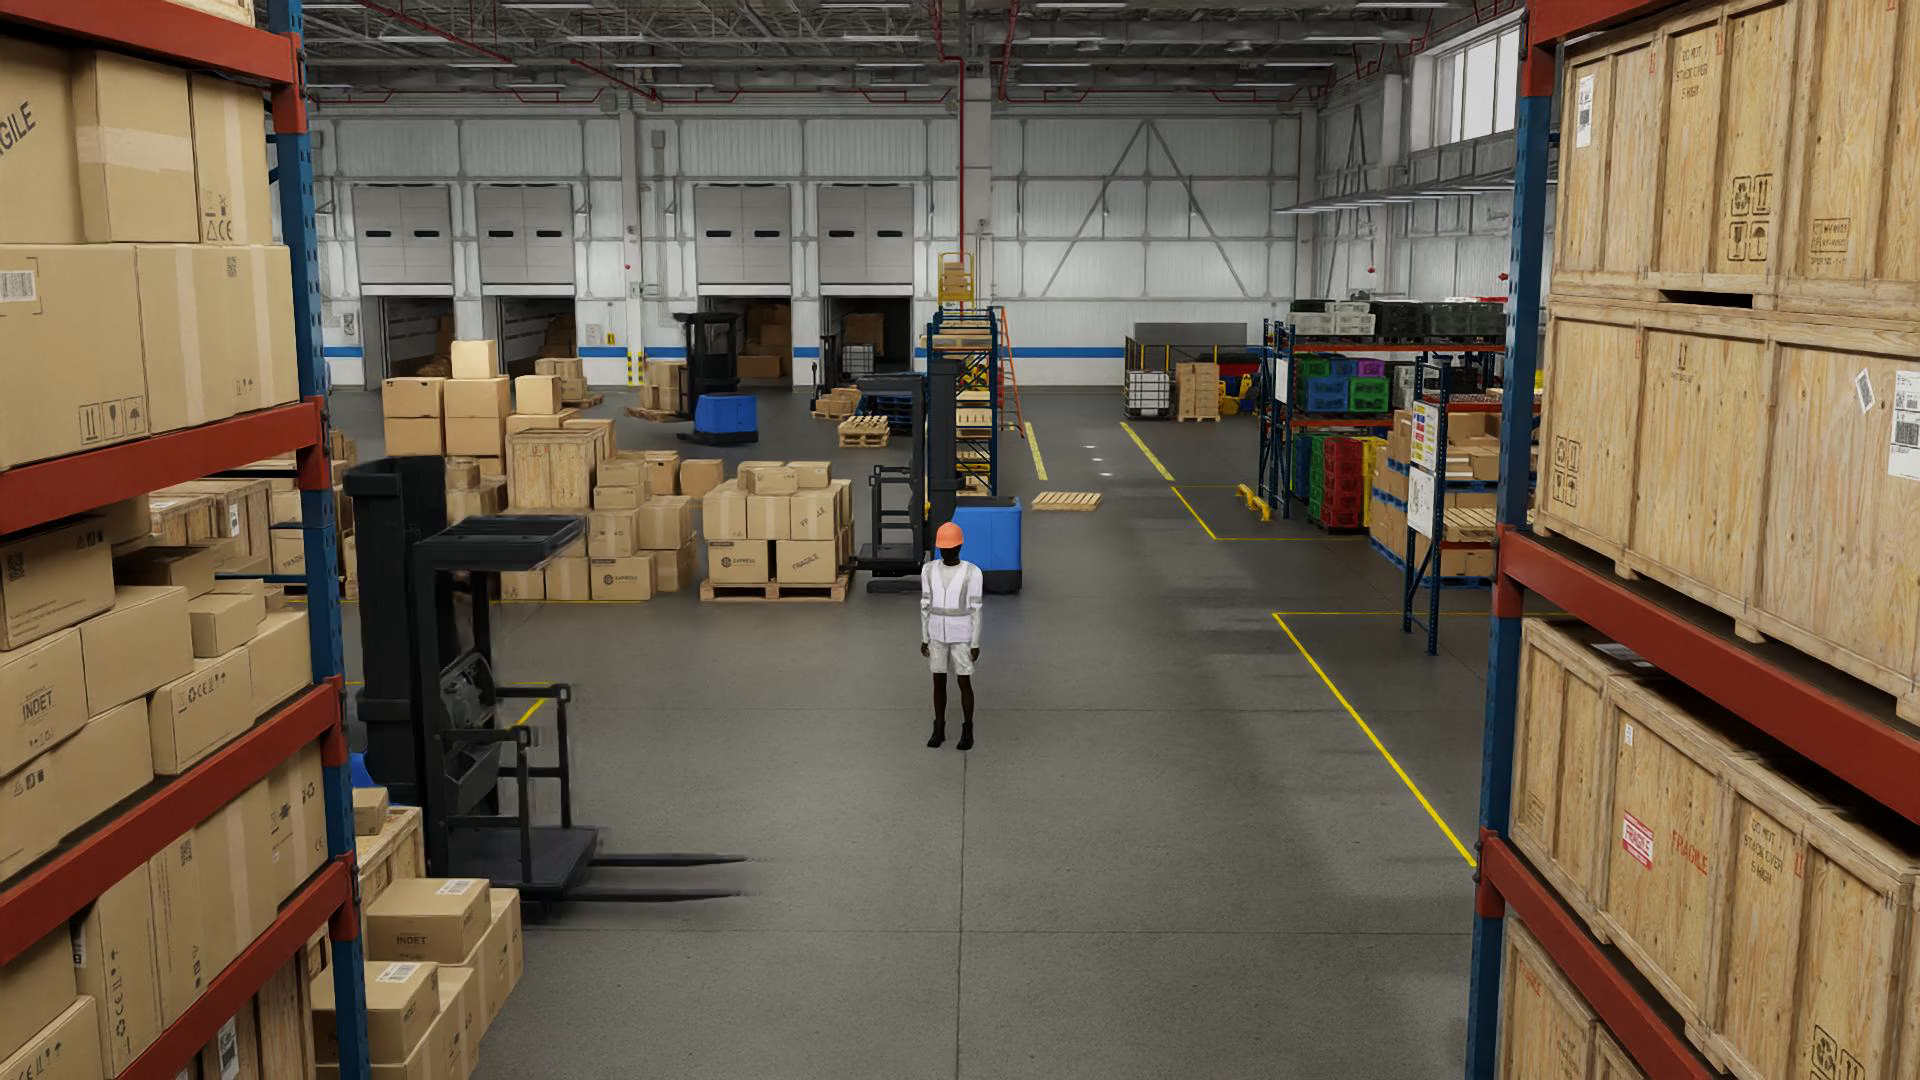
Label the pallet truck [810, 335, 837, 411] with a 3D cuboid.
[{"bbox_3d":[-3.021,-4.312,43.126,1.885,1.965,0.823,3,10,17],"label":"pallet truck"}]

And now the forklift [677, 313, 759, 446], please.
[{"bbox_3d":[-5.244,-3.509,35.948,1.129,2.768,1.873,-7,12,-33],"label":"forklift"}]

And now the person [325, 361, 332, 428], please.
[{"bbox_3d":[-15.040,-3.582,39.074,0.545,1.943,0.347,-4,11,-22],"label":"person"}]

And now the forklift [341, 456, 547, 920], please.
[{"bbox_3d":[-3.506,0.892,10.557,1.873,2.768,1.129,0,10,1],"label":"forklift"}]

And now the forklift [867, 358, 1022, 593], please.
[{"bbox_3d":[-0.179,-0.808,20.365,1.873,2.768,1.129,0,10,1],"label":"forklift"}]

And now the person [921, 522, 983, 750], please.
[{"bbox_3d":[-0.079,0.800,13.851,0.540,1.930,0.385,4,11,21],"label":"person"}]
